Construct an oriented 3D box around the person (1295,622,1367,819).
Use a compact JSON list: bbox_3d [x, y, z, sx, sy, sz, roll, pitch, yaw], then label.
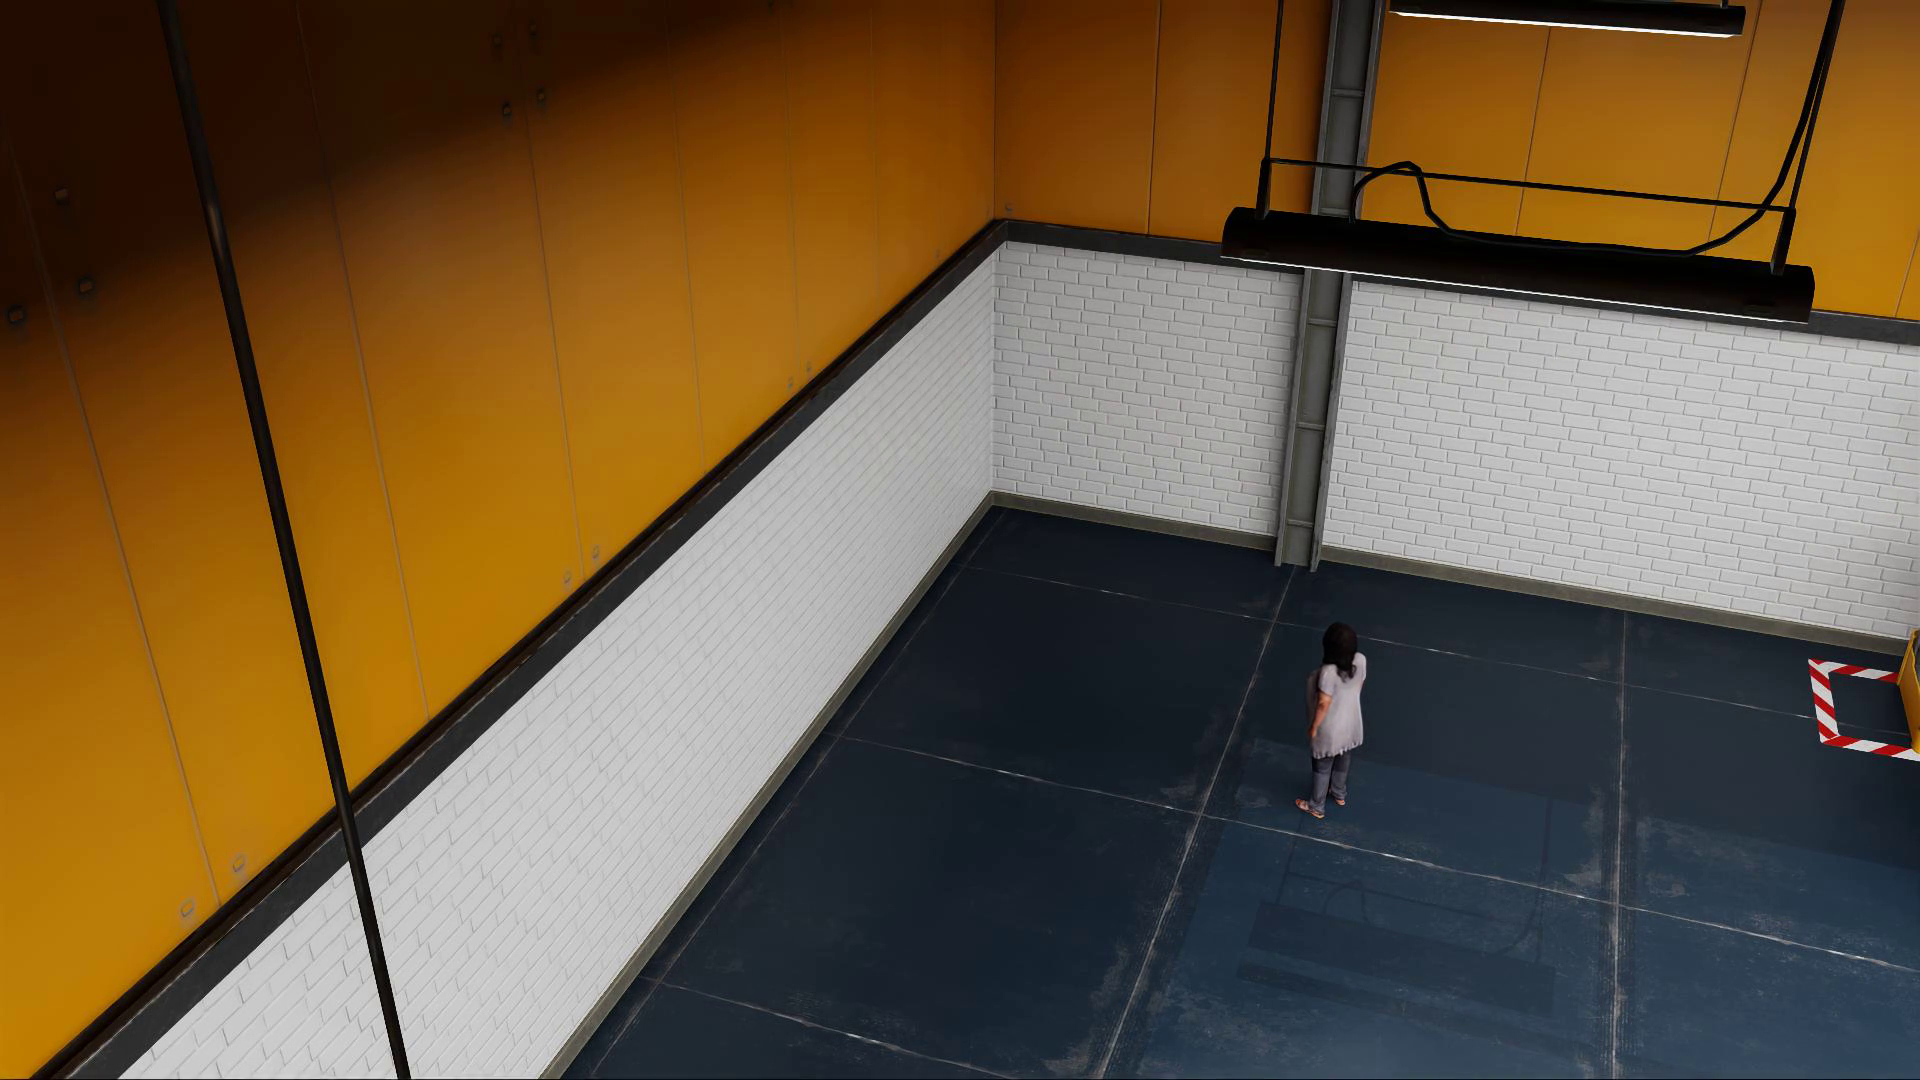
[{"bbox_3d":[2.792,1.325,12.392,0.759,1.611,0.805,-20,35,-33],"label":"person"}]
